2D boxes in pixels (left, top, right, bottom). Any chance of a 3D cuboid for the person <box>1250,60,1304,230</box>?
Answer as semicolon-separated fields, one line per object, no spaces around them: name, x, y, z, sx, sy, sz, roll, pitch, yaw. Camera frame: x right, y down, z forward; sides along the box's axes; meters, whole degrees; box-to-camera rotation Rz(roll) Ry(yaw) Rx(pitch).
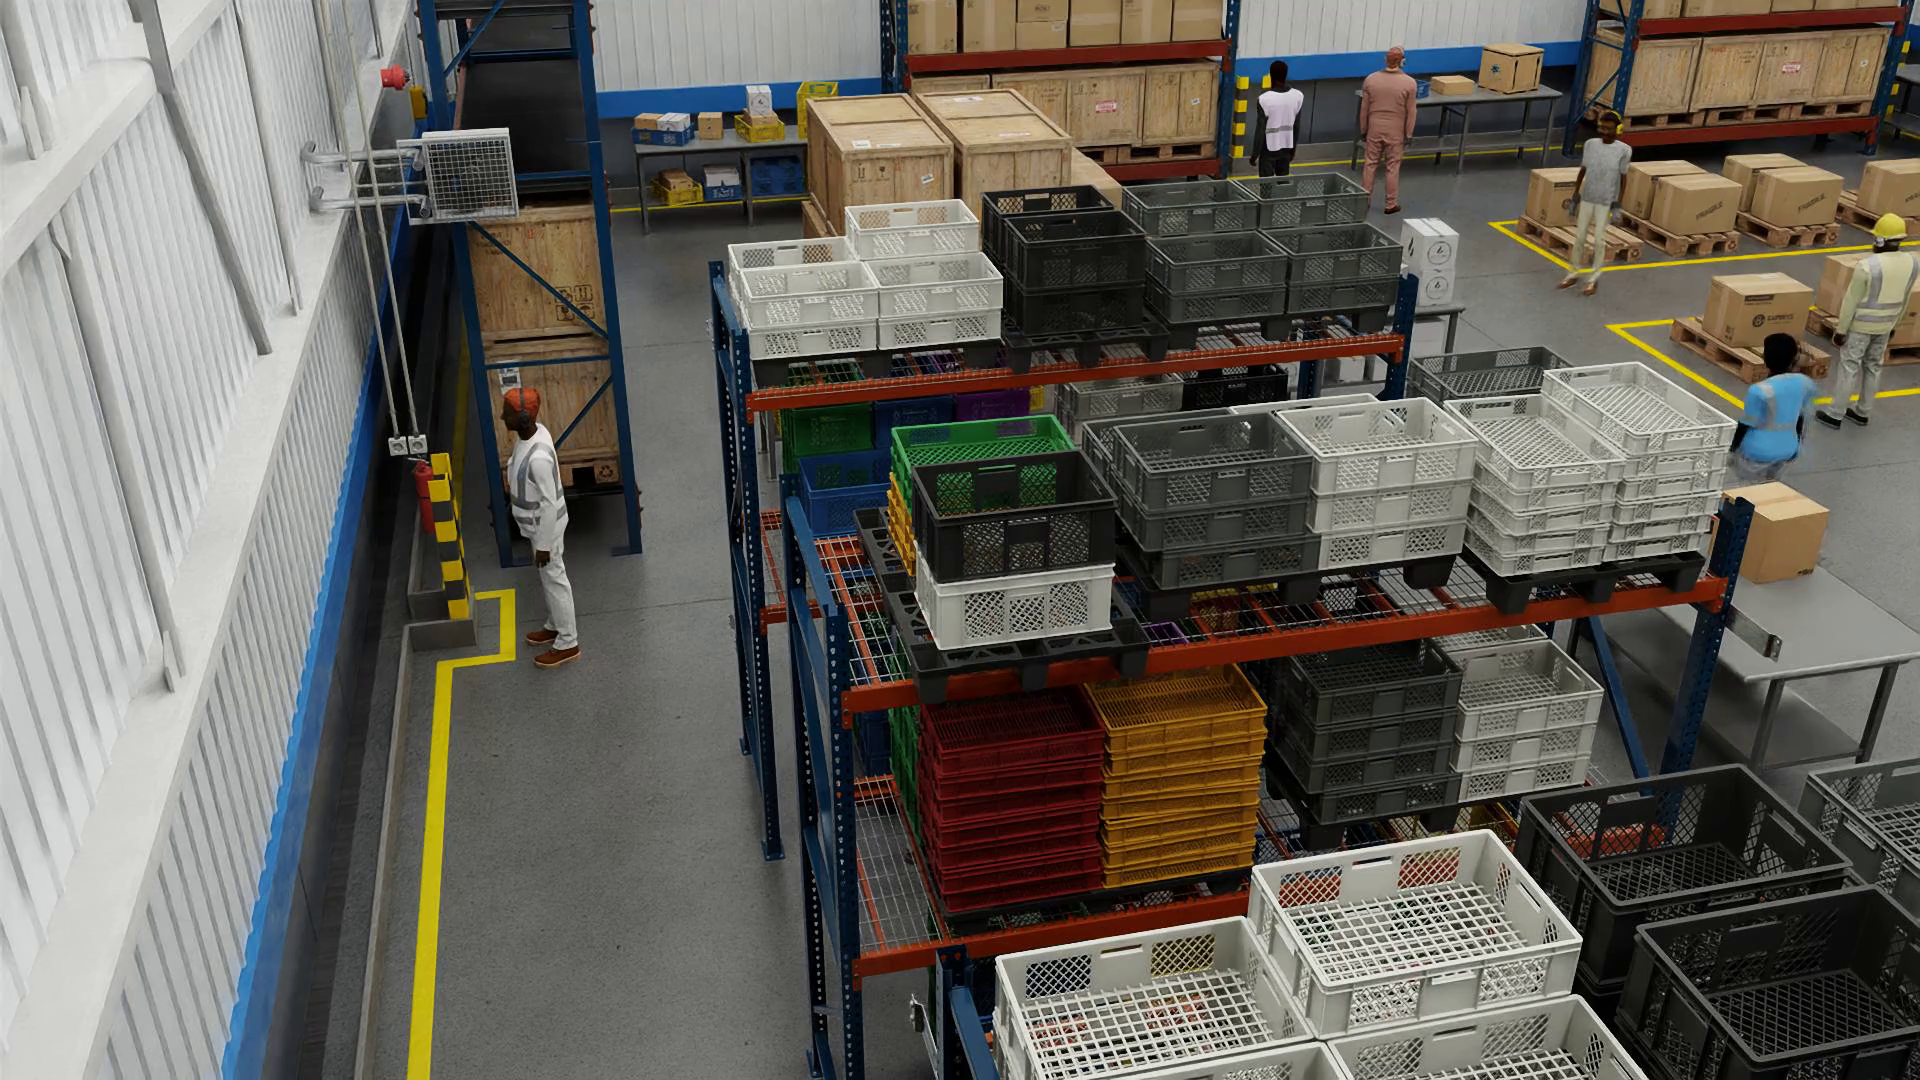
person;3.516;-4.365;18.550;0.590;1.915;0.392;-13;30;-23

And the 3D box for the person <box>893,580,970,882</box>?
person;-0.103;0.904;8.526;0.352;1.937;0.635;-17;32;-29

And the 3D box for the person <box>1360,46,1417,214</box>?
person;4.956;-4.751;19.291;0.645;1.908;0.408;14;31;25

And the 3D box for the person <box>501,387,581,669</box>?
person;-2.643;-0.086;10.465;0.354;1.883;0.573;-9;29;-17

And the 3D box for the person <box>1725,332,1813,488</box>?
person;5.674;-0.641;11.725;0.551;1.673;0.366;-10;30;-19

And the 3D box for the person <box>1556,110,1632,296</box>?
person;6.418;-3.399;16.769;0.535;1.864;0.308;22;35;36

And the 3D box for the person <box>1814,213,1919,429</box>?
person;7.520;-1.799;13.781;0.593;1.827;0.403;-6;28;-11
